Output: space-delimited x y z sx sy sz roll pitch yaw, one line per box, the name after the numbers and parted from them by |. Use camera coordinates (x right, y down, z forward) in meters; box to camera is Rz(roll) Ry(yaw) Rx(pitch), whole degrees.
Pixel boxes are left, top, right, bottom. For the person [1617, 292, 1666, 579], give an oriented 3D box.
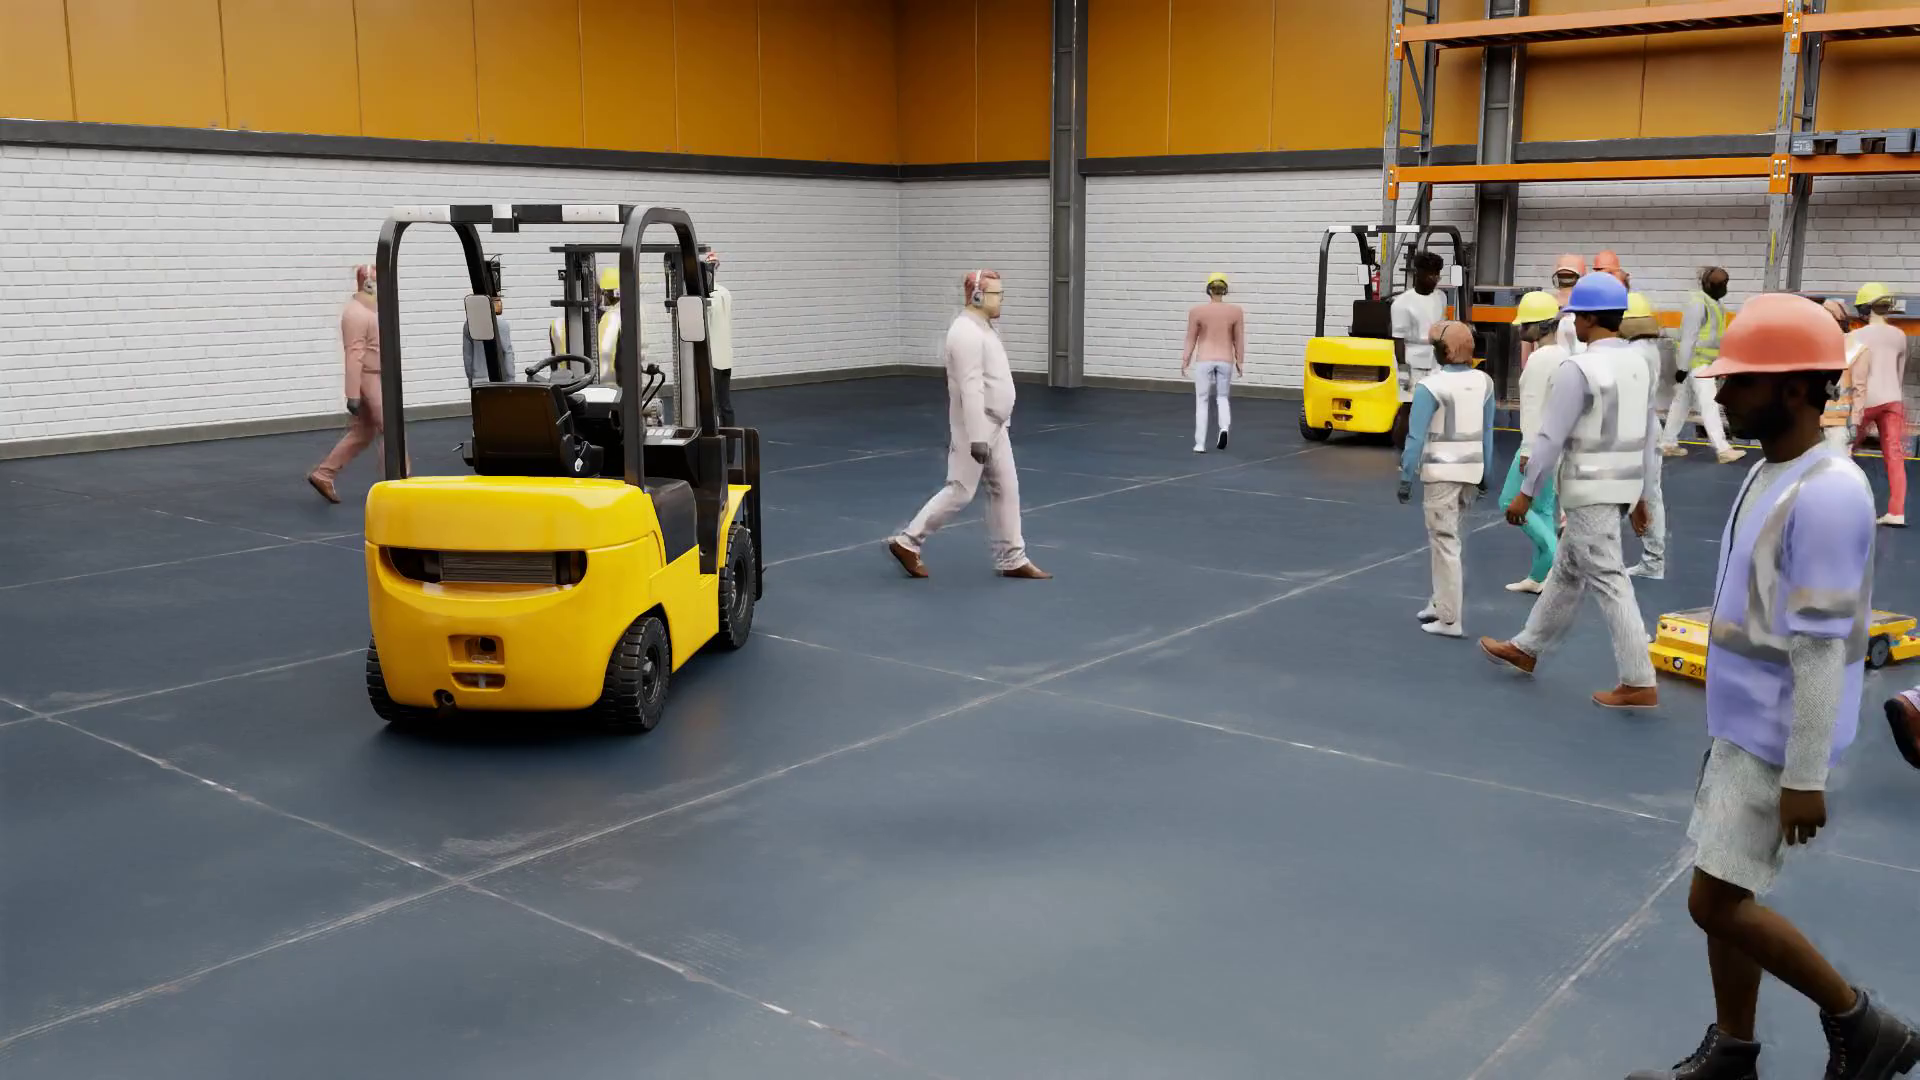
3.981 -0.626 10.068 0.731 1.718 0.496 9 14 41 | person

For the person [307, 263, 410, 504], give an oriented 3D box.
-4.586 -1.187 12.778 0.926 1.872 0.642 -2 10 -9 | person

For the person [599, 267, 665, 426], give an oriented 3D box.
-2.952 -1.537 14.890 0.770 1.801 0.593 1 10 7 | person

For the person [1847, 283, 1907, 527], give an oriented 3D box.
6.528 -0.977 11.980 0.550 1.717 0.859 -3 11 -15 | person

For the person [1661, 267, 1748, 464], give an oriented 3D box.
6.913 -1.610 15.353 0.868 1.783 0.688 7 13 36 | person

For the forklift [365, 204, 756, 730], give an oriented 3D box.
-1.766 -0.406 7.525 1.214 2.155 2.313 1 10 7 | forklift

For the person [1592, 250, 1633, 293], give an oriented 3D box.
5.987 -1.726 15.549 0.549 1.936 0.376 -1 10 -4 | person

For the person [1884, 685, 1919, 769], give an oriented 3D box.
3.871 0.023 6.009 0.711 1.886 0.658 1 10 6 | person

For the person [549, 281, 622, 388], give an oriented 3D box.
-2.563 -0.919 11.504 0.639 1.784 0.980 1 10 7 | person

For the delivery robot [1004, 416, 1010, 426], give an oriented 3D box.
0.287 -1.310 16.817 0.477 0.478 0.707 -1 10 -9 | delivery robot

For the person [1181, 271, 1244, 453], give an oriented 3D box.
2.422 -1.691 15.897 0.585 1.740 0.482 0 10 -3 | person

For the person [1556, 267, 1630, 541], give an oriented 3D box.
4.053 -0.796 10.582 0.596 1.866 0.461 8 13 36 | person

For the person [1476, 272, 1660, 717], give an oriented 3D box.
2.734 -0.221 7.331 0.605 1.892 0.986 -9 14 -42 | person

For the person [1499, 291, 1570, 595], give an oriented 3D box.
3.296 -0.531 9.447 0.388 1.743 0.558 8 13 37 | person

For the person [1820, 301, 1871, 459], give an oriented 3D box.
5.798 -0.779 11.159 0.330 1.634 0.521 -7 12 -35 | person

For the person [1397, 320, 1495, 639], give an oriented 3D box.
2.458 -0.321 8.608 0.540 1.619 0.560 -6 12 -31 | person

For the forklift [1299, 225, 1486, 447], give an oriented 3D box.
4.449 -2.115 16.993 1.214 2.155 2.313 8 13 38 | forklift

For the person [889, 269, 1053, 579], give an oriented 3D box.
0.055 -0.676 9.937 0.930 1.878 0.647 2 11 13 | person

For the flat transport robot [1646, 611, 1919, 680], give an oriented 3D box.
3.938 0.468 8.011 1.431 0.197 0.652 -6 12 -28 | flat transport robot

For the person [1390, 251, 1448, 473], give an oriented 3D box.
4.020 -1.526 14.452 0.653 1.932 0.508 -5 11 -25 | person

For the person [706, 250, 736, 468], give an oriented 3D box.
-2.122 -1.478 14.040 0.401 1.986 0.612 3 11 17 | person

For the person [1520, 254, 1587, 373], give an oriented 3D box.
4.603 -1.225 12.828 0.636 1.924 1.067 8 13 38 | person

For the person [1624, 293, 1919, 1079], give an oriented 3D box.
1.849 0.417 3.720 0.499 1.918 0.559 2 10 12 | person

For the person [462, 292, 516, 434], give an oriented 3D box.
-4.103 -1.395 14.558 0.509 1.632 0.266 4 11 22 | person
